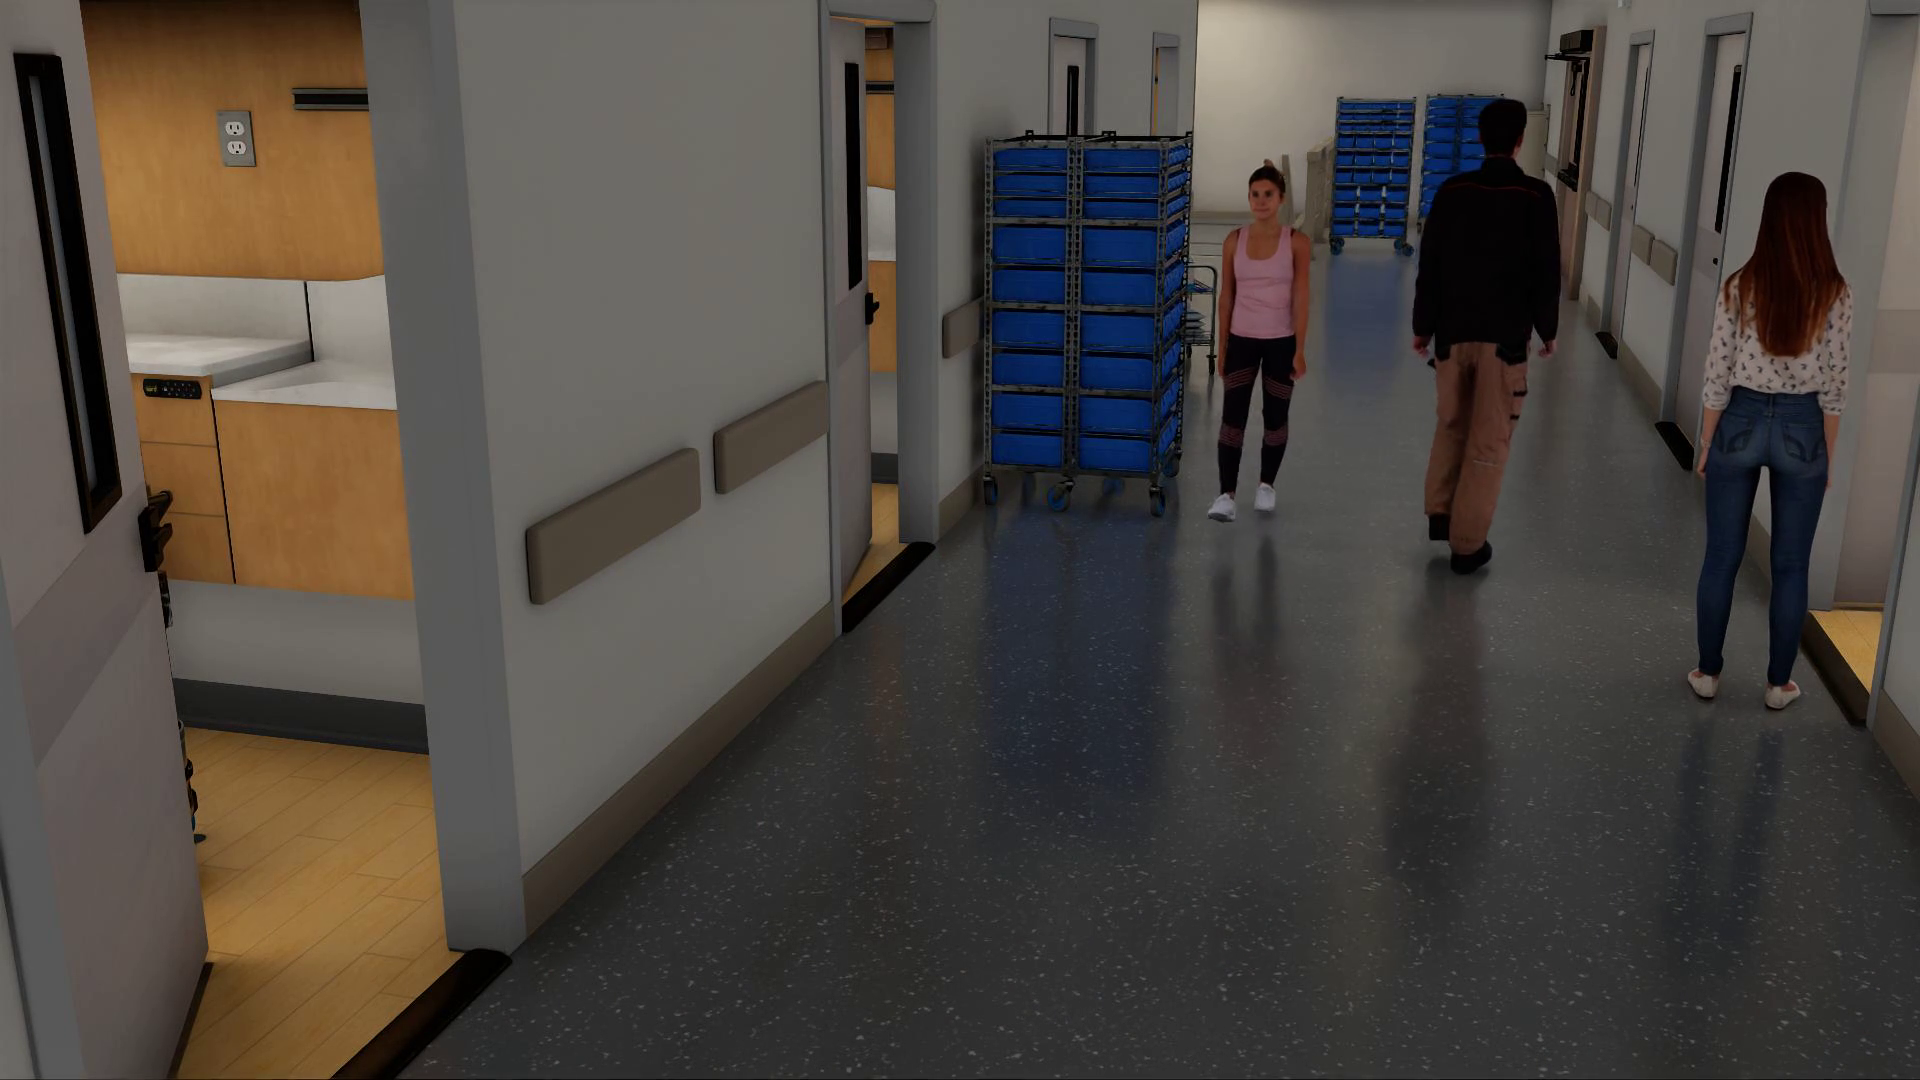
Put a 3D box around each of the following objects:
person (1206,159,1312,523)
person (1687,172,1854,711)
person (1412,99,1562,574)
[{"bbox_3d":[1.418,-0.904,7.683,0.570,1.621,0.938,4,16,15],"label":"person"},{"bbox_3d":[2.623,-0.313,5.391,0.621,1.728,0.580,9,18,28],"label":"person"},{"bbox_3d":[2.104,-0.805,6.799,0.816,1.911,0.815,11,19,34],"label":"person"}]
